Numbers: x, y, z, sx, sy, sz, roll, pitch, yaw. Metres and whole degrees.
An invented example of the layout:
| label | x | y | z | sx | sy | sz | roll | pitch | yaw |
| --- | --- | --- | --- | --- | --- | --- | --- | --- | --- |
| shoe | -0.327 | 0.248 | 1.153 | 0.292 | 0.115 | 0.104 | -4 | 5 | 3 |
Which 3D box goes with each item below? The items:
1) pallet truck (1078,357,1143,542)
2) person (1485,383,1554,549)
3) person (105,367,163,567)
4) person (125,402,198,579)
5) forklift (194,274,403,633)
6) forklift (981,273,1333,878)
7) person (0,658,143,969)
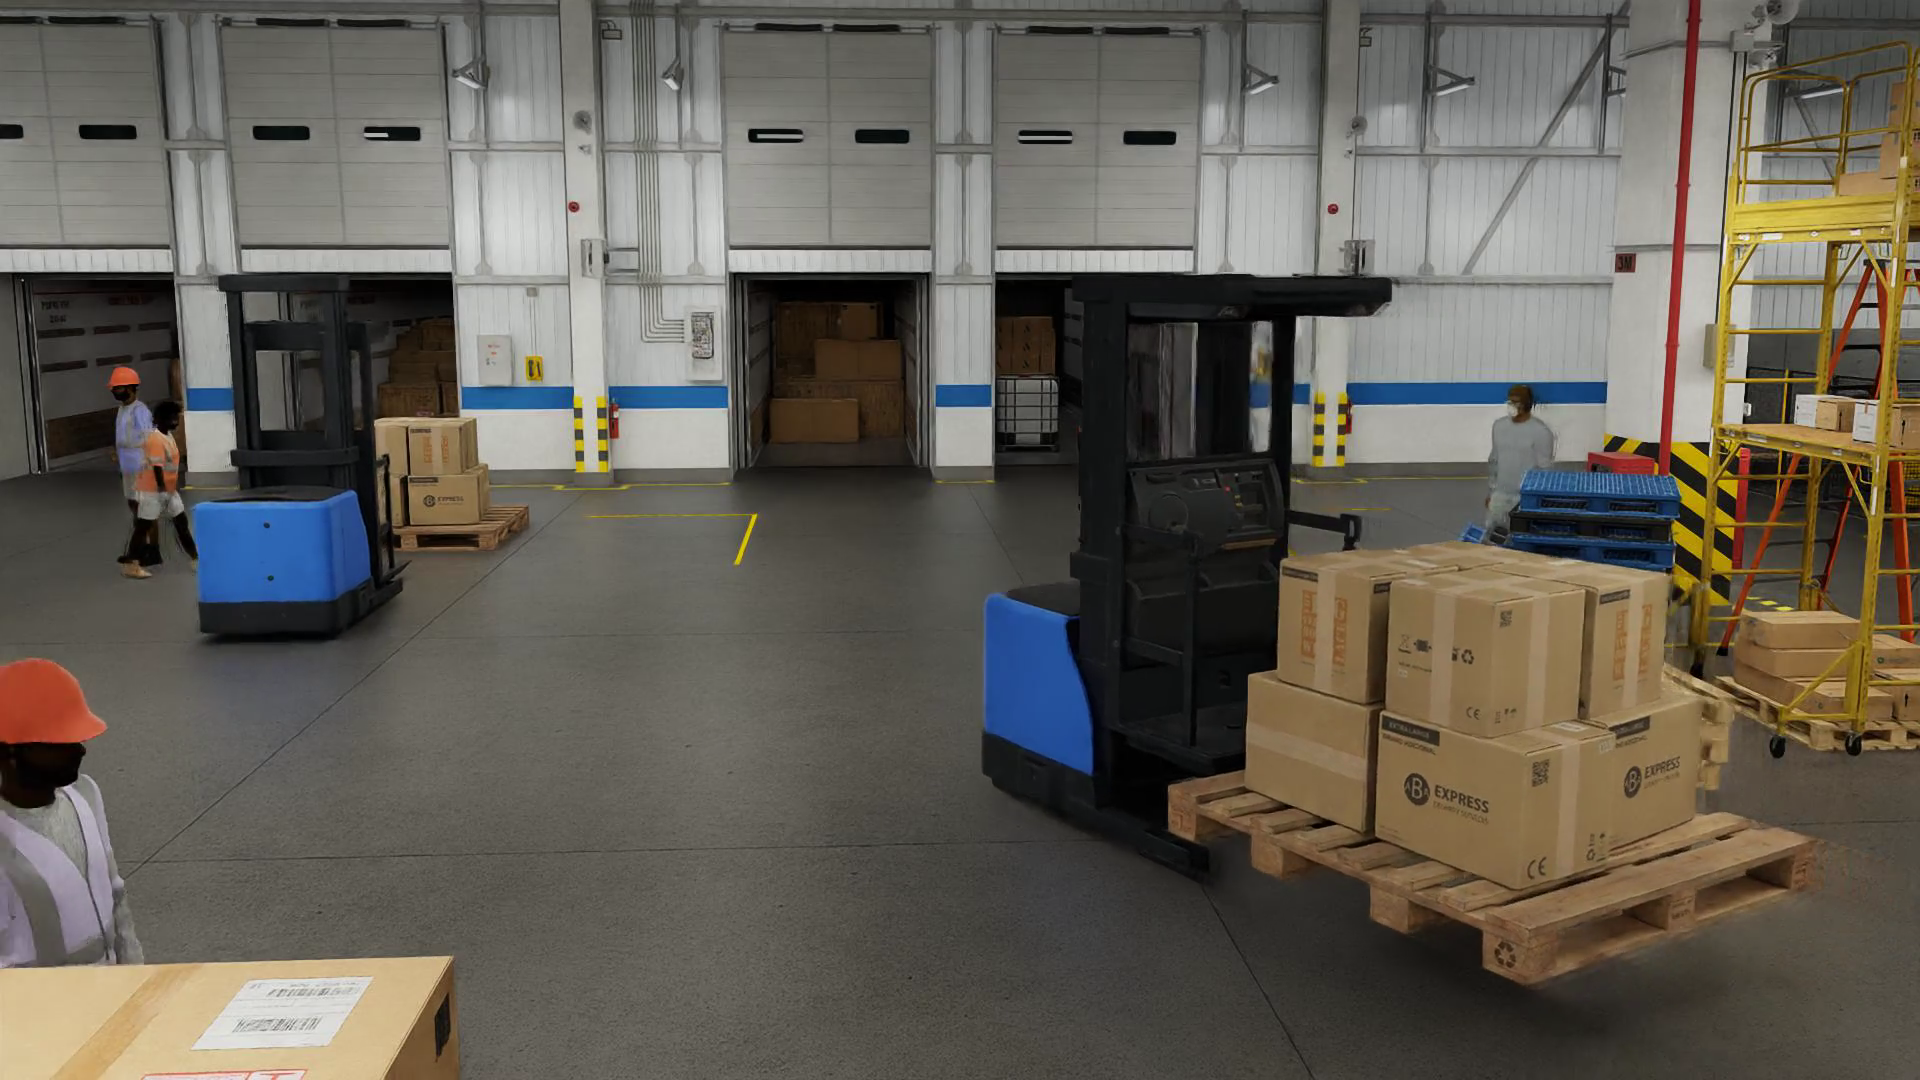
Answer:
| label | x | y | z | sx | sy | sz | roll | pitch | yaw |
| --- | --- | --- | --- | --- | --- | --- | --- | --- | --- |
| pallet truck | 2.088 | -0.836 | 16.757 | 1.885 | 1.965 | 0.823 | 2 | 9 | 13 |
| person | 4.771 | -0.380 | 14.126 | 0.524 | 1.923 | 0.639 | -5 | 10 | -27 |
| person | -8.027 | -0.706 | 16.129 | 0.552 | 1.935 | 0.369 | 8 | 12 | 41 |
| person | -7.401 | -0.468 | 15.525 | 0.879 | 1.633 | 0.601 | -2 | 9 | -10 |
| forklift | -5.405 | -0.759 | 13.512 | 1.129 | 2.768 | 1.873 | -1 | 9 | -4 |
| forklift | 1.022 | 0.034 | 8.536 | 1.129 | 2.768 | 1.873 | -6 | 11 | -32 |
| person | -2.339 | 1.217 | 4.189 | 0.918 | 1.904 | 0.544 | 0 | 9 | -3 |
